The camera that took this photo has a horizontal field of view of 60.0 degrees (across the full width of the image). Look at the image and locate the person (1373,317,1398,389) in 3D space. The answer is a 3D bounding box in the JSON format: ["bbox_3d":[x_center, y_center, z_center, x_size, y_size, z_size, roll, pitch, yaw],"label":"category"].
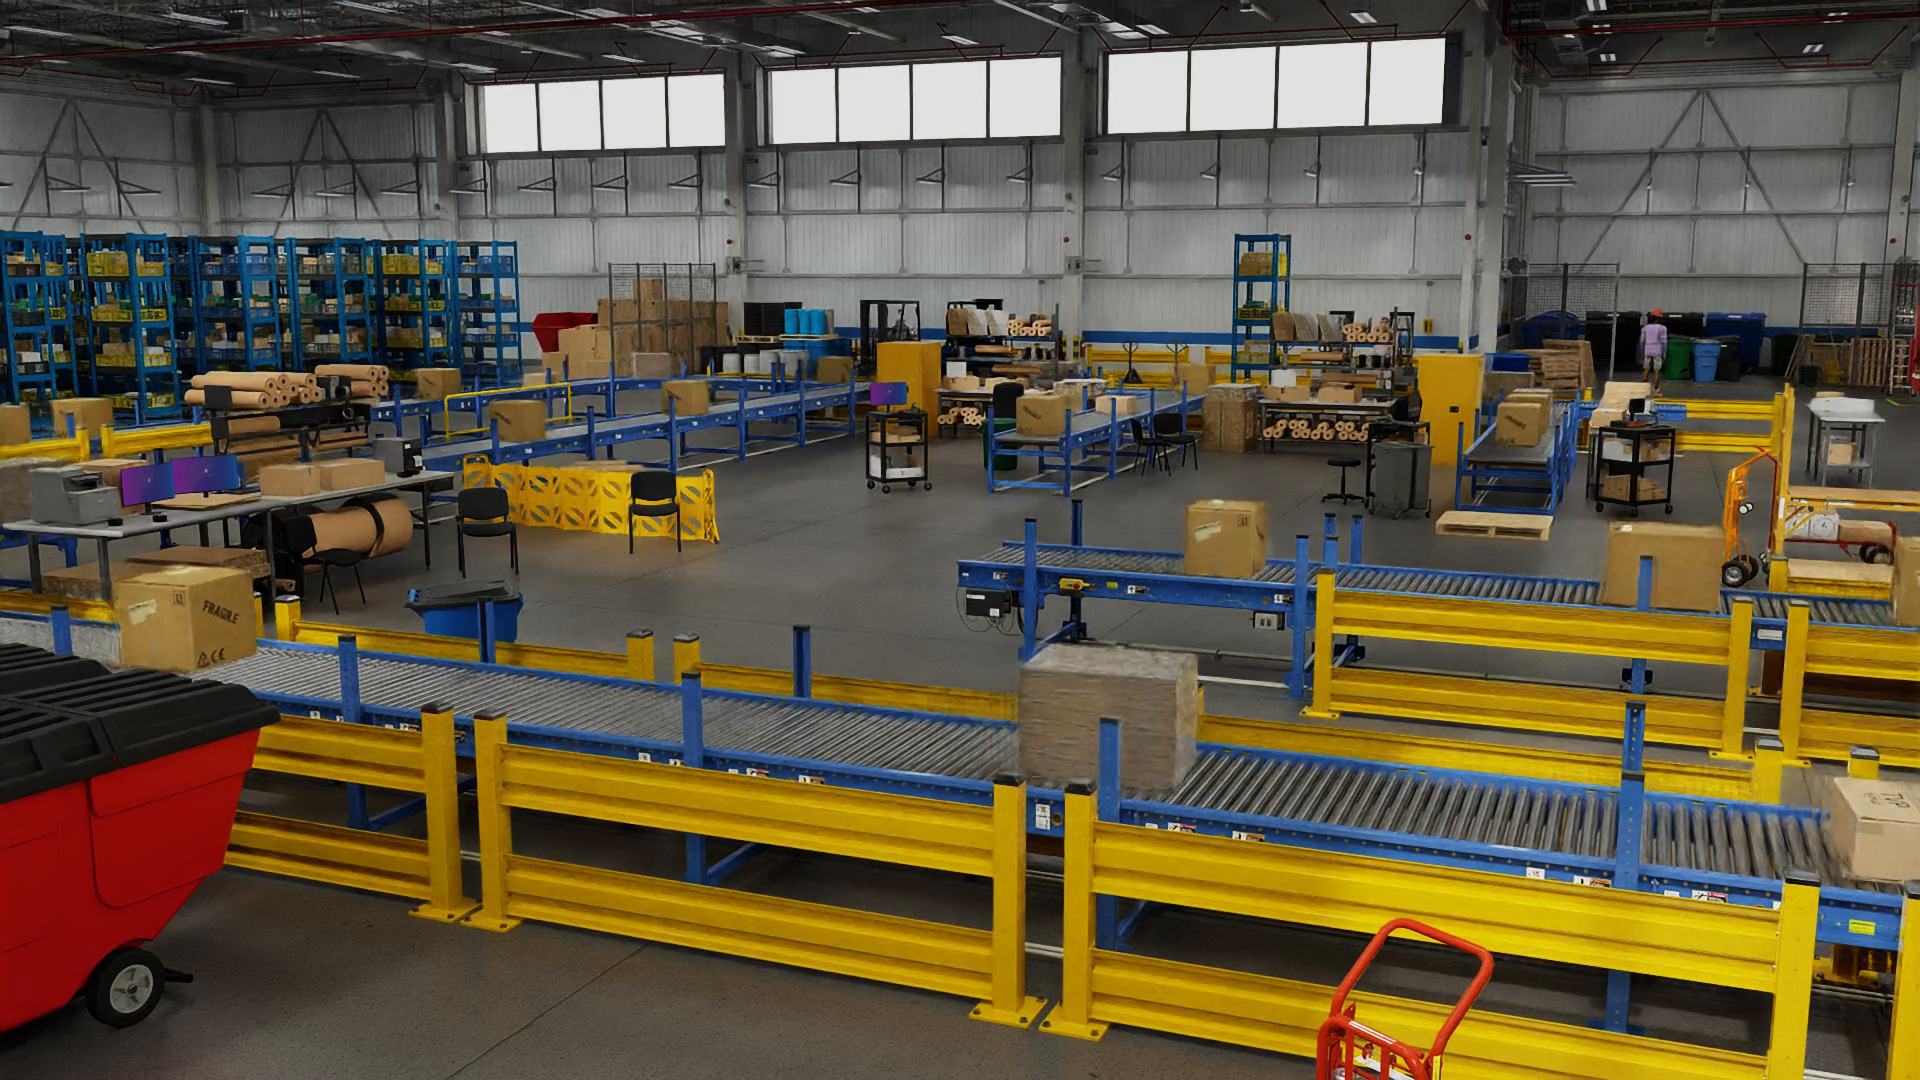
[{"bbox_3d":[9.307,-3.945,36.581,0.409,1.913,0.650,-5,11,-29],"label":"person"}]

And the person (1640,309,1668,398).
[{"bbox_3d":[15.972,-4.289,38.265,0.390,2.041,0.628,-9,13,-42],"label":"person"}]

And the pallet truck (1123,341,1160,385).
[{"bbox_3d":[4.445,-4.380,41.279,0.680,1.201,1.601,4,10,22],"label":"pallet truck"}]

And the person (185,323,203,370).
[{"bbox_3d":[-17.938,-4.312,39.026,0.560,1.838,0.385,-5,11,-28],"label":"person"}]

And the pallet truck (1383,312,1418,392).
[{"bbox_3d":[10.207,-4.283,38.369,0.823,1.965,1.885,3,10,20],"label":"pallet truck"}]

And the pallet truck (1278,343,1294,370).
[{"bbox_3d":[7.886,-4.163,39.743,0.653,1.274,1.630,4,10,22],"label":"pallet truck"}]

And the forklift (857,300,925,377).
[{"bbox_3d":[-1.732,-5.109,42.468,1.157,1.987,2.680,4,10,22],"label":"forklift"}]

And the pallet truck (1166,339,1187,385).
[{"bbox_3d":[5.418,-4.269,40.420,0.704,1.261,1.522,3,10,20],"label":"pallet truck"}]

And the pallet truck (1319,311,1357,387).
[{"bbox_3d":[9.071,-4.419,39.190,0.823,1.965,1.885,5,10,26],"label":"pallet truck"}]

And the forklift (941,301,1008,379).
[{"bbox_3d":[0.365,-4.966,41.571,1.157,1.987,2.680,3,10,20],"label":"forklift"}]
